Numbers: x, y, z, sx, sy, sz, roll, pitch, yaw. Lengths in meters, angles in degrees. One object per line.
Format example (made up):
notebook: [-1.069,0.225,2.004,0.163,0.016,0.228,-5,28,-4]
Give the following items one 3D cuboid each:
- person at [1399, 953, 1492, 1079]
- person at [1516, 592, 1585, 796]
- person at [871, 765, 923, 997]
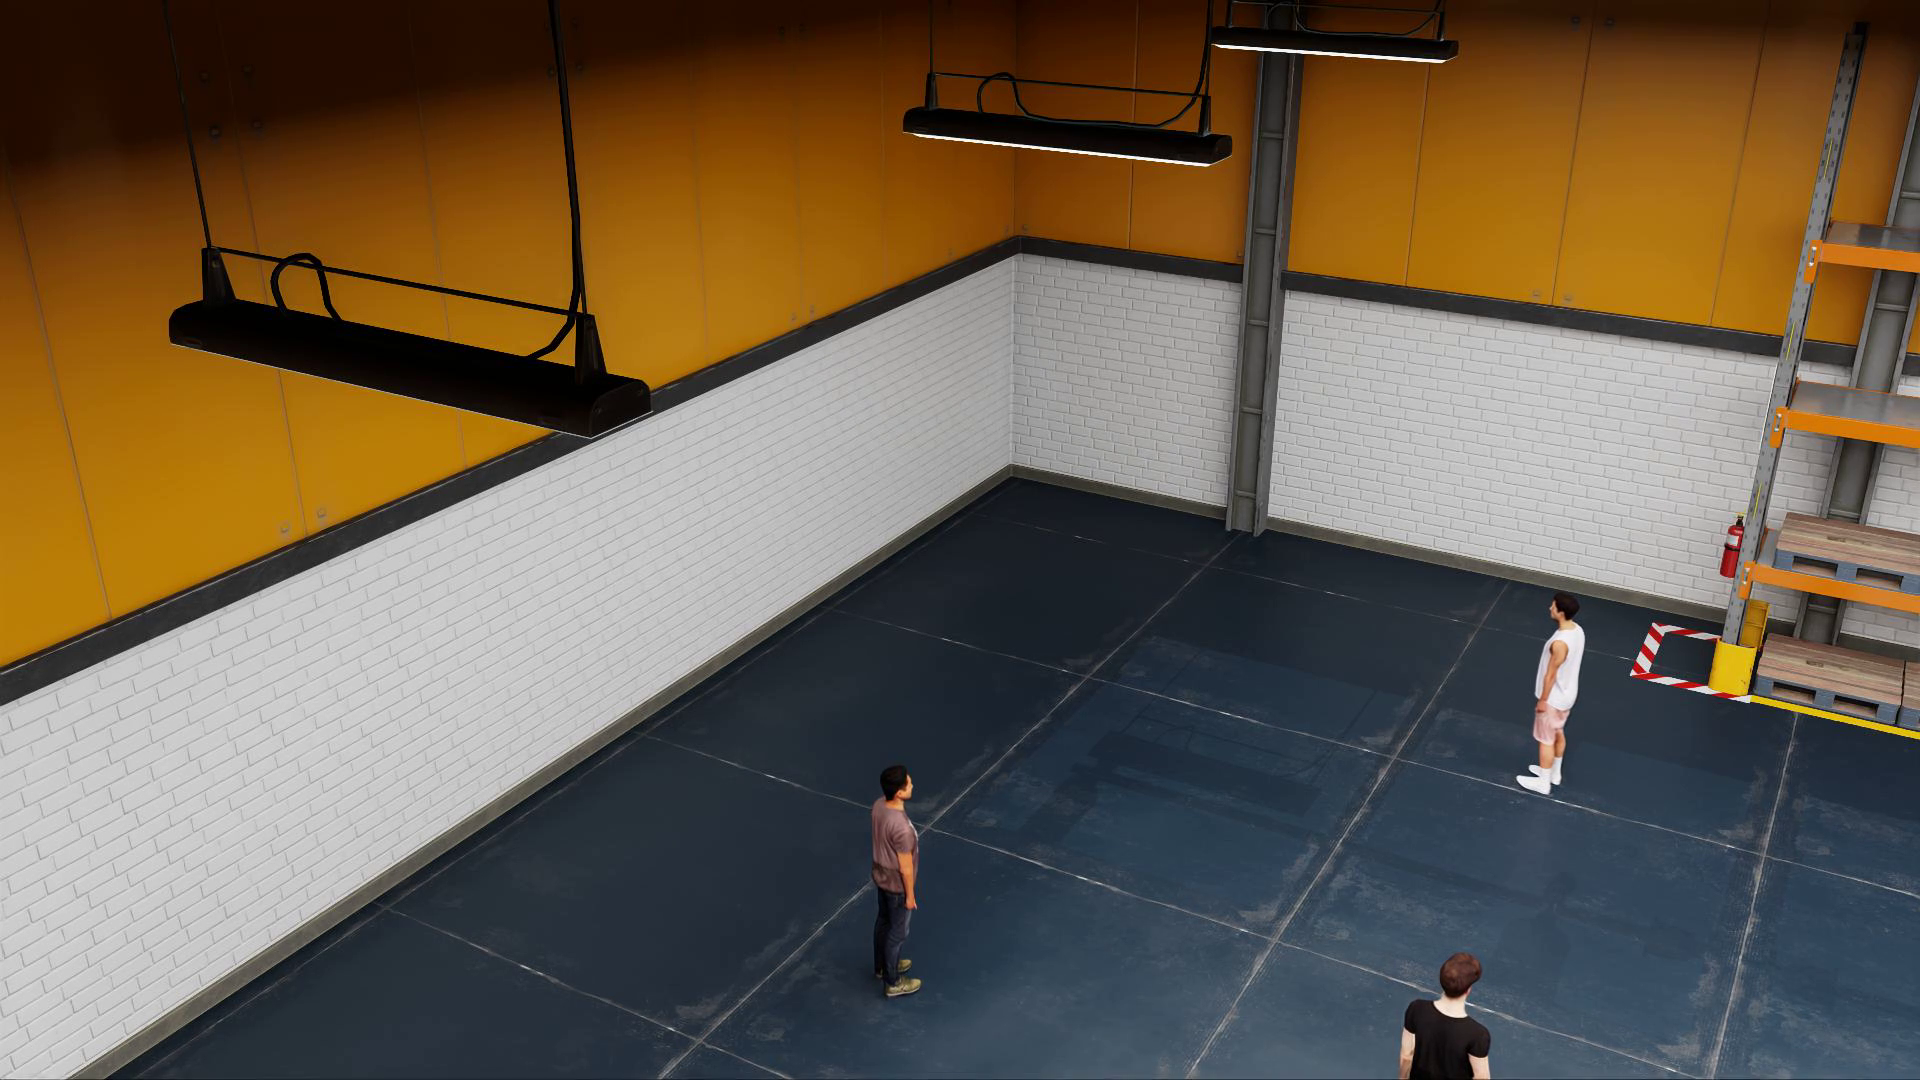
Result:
person: [2.720,3.166,9.444,0.508,1.896,0.751,15,28,31]
person: [4.992,1.283,13.893,0.601,1.784,0.648,17,29,34]
person: [-0.471,2.335,11.498,0.762,1.775,0.667,-11,26,-23]
